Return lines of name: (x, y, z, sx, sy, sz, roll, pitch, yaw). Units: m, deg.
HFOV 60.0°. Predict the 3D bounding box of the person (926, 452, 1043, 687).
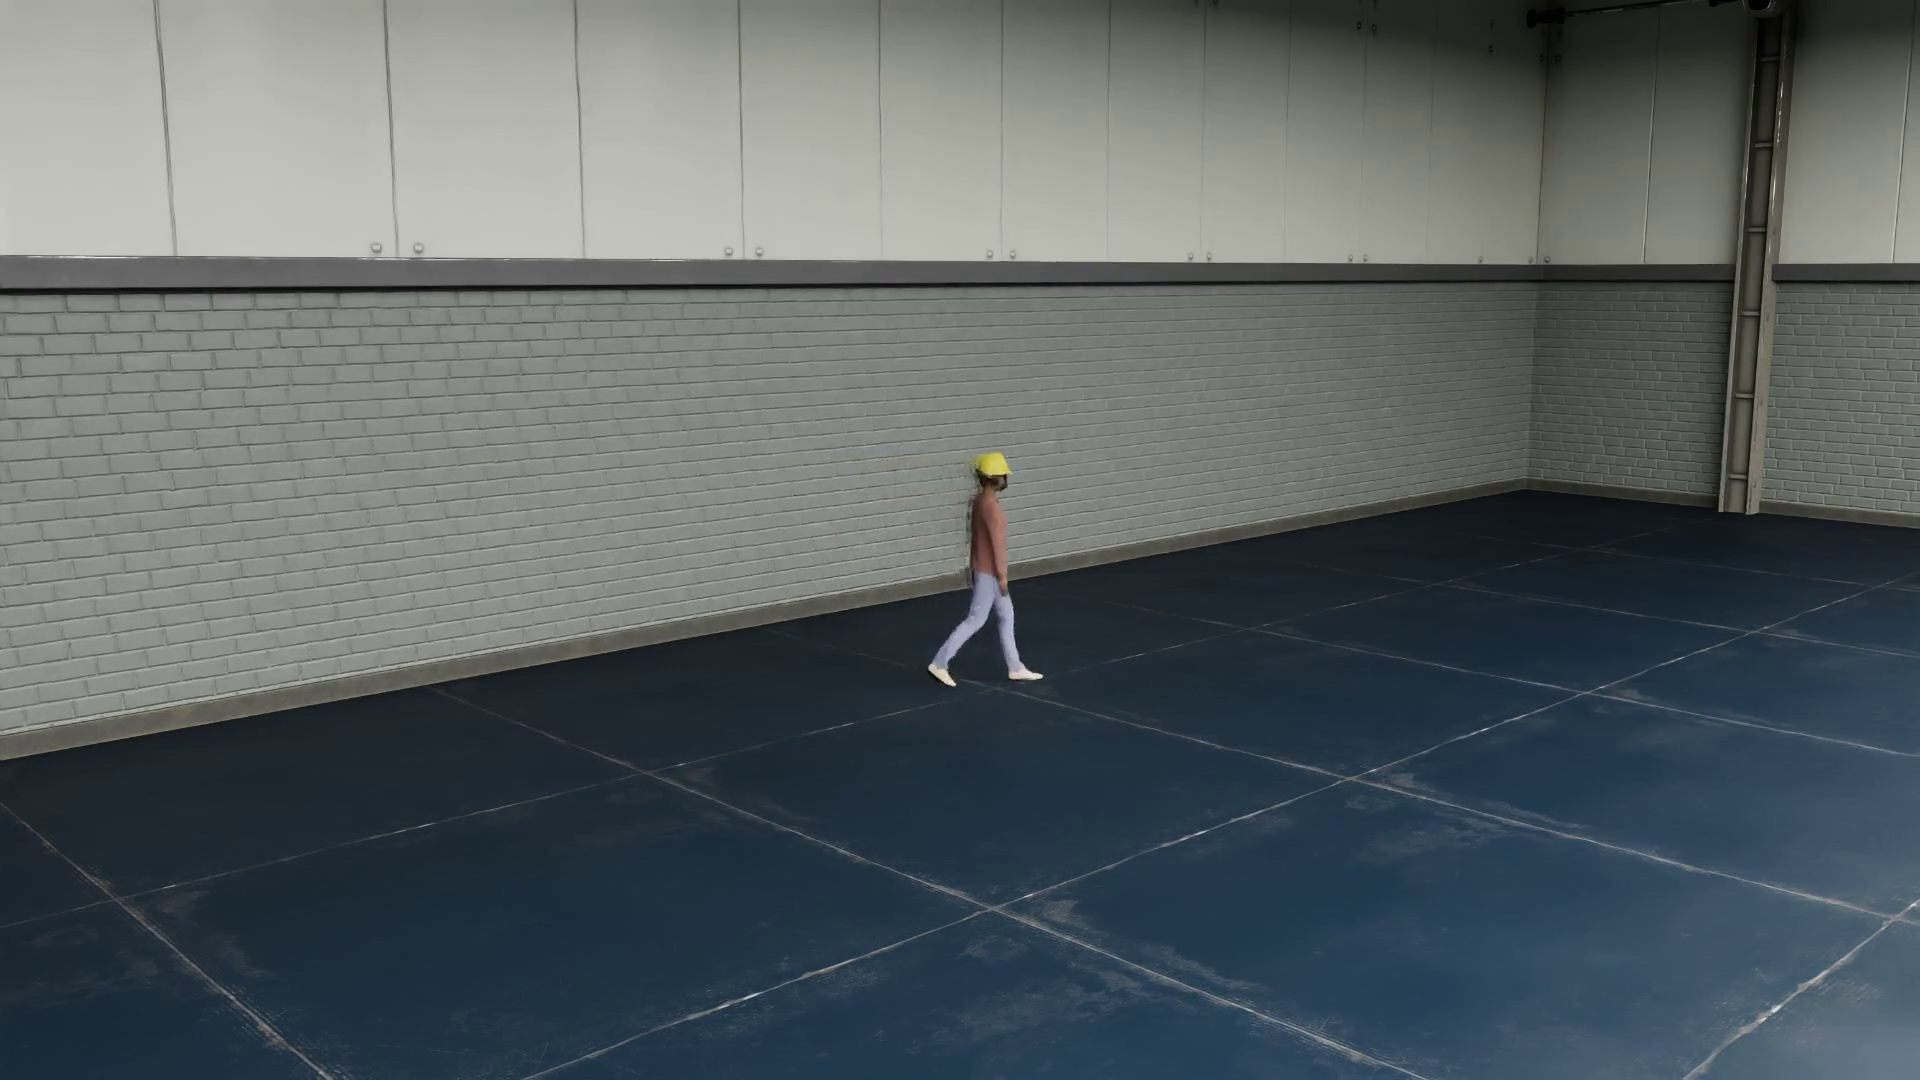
person: (0.168, 0.217, 12.164, 0.880, 1.730, 0.528, -2, 9, -10)
